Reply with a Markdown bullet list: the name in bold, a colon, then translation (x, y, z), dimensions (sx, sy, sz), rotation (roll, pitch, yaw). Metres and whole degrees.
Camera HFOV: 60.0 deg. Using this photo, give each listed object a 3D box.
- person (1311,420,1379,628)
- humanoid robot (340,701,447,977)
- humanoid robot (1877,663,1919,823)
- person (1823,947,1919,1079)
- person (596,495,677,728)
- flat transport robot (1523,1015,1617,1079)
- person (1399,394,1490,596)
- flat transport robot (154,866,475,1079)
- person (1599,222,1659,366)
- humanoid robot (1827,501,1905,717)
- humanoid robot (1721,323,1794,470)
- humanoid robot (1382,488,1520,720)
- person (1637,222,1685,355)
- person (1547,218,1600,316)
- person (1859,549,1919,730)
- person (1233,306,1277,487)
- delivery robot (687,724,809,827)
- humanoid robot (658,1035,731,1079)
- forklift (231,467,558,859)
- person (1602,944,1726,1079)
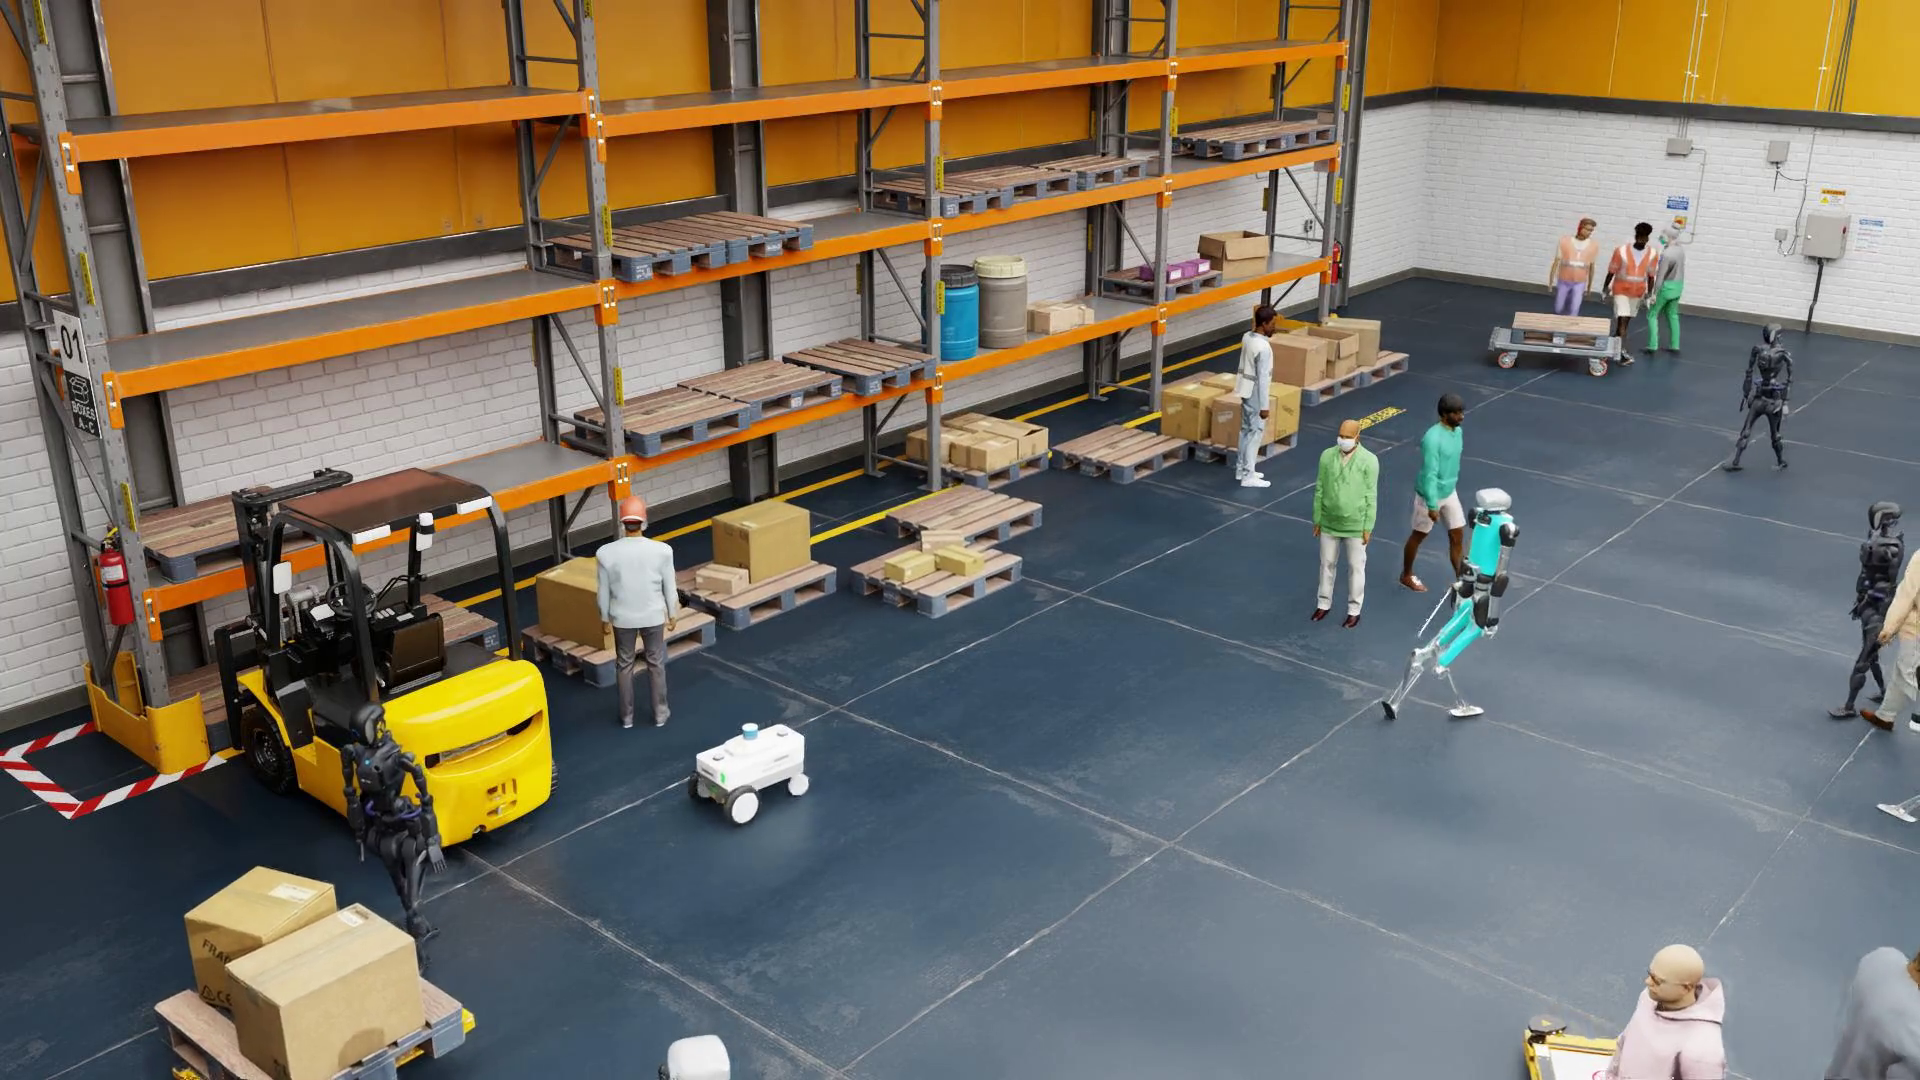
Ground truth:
- **person**: translation (3.179, -0.146, 13.782), dimensions (0.534, 1.778, 0.390), rotation (11, 23, 27)
- **humanoid robot**: translation (-3.085, 1.611, 9.172), dimensions (0.589, 1.628, 0.552), rotation (6, 21, 15)
- **humanoid robot**: translation (6.386, 1.140, 10.392), dimensions (0.531, 1.776, 1.000), rotation (-13, 24, -32)
- **person**: translation (3.663, 2.352, 6.852), dimensions (0.836, 1.895, 0.699), rotation (2, 20, 5)
- **person**: translation (-2.324, 0.522, 12.010), dimensions (0.572, 1.742, 0.352), rotation (-4, 21, -9)
- **flat transport robot**: translation (3.117, 2.810, 7.937), dimensions (0.659, 0.231, 1.431), rotation (4, 21, 11)
- **person**: translation (4.192, -0.346, 14.252), dimensions (0.540, 1.809, 0.909), rotation (-15, 25, -36)
- **flat transport robot**: translation (-3.261, 2.624, 8.442), dimensions (0.659, 0.231, 1.431), rotation (16, 26, 37)
- **person**: translation (8.928, -3.303, 22.163), dimensions (0.639, 1.886, 1.049), rotation (0, 20, -1)
- **humanoid robot**: translation (6.762, 0.511, 12.187), dimensions (0.599, 1.658, 0.600), rotation (3, 20, 7)
- **humanoid robot**: translation (8.596, -1.506, 17.675), dimensions (0.752, 1.631, 0.611), rotation (-10, 22, -24)
- **humanoid robot**: translation (3.501, 0.537, 12.042), dimensions (0.904, 1.824, 0.557), rotation (-5, 21, -13)
- **person**: translation (9.555, -3.396, 22.526), dimensions (0.566, 1.829, 0.495), rotation (-17, 26, -38)
- **person**: translation (8.455, -3.578, 23.041), dimensions (0.641, 1.803, 0.767), rotation (4, 21, 10)
- **person**: translation (6.782, 0.613, 11.623), dimensions (0.548, 1.839, 0.903), rotation (-6, 21, -16)
- **person**: translation (3.056, -1.485, 17.219), dimensions (0.411, 1.908, 0.596), rotation (-3, 20, -9)
- **delivery robot**: translation (-1.387, 1.507, 11.044), dimensions (0.787, 0.587, 0.499), rotation (-17, 26, -39)
- **humanoid robot**: translation (-0.733, 2.655, 6.380), dimensions (0.735, 1.877, 0.537), rotation (-12, 23, -28)
- **forklift**: translation (-3.730, 0.710, 10.856), dimensions (2.313, 2.155, 1.214), rotation (17, 26, 38)
- **person**: translation (2.797, 2.420, 6.822), dimensions (0.563, 1.768, 0.547), rotation (1, 20, 3)
